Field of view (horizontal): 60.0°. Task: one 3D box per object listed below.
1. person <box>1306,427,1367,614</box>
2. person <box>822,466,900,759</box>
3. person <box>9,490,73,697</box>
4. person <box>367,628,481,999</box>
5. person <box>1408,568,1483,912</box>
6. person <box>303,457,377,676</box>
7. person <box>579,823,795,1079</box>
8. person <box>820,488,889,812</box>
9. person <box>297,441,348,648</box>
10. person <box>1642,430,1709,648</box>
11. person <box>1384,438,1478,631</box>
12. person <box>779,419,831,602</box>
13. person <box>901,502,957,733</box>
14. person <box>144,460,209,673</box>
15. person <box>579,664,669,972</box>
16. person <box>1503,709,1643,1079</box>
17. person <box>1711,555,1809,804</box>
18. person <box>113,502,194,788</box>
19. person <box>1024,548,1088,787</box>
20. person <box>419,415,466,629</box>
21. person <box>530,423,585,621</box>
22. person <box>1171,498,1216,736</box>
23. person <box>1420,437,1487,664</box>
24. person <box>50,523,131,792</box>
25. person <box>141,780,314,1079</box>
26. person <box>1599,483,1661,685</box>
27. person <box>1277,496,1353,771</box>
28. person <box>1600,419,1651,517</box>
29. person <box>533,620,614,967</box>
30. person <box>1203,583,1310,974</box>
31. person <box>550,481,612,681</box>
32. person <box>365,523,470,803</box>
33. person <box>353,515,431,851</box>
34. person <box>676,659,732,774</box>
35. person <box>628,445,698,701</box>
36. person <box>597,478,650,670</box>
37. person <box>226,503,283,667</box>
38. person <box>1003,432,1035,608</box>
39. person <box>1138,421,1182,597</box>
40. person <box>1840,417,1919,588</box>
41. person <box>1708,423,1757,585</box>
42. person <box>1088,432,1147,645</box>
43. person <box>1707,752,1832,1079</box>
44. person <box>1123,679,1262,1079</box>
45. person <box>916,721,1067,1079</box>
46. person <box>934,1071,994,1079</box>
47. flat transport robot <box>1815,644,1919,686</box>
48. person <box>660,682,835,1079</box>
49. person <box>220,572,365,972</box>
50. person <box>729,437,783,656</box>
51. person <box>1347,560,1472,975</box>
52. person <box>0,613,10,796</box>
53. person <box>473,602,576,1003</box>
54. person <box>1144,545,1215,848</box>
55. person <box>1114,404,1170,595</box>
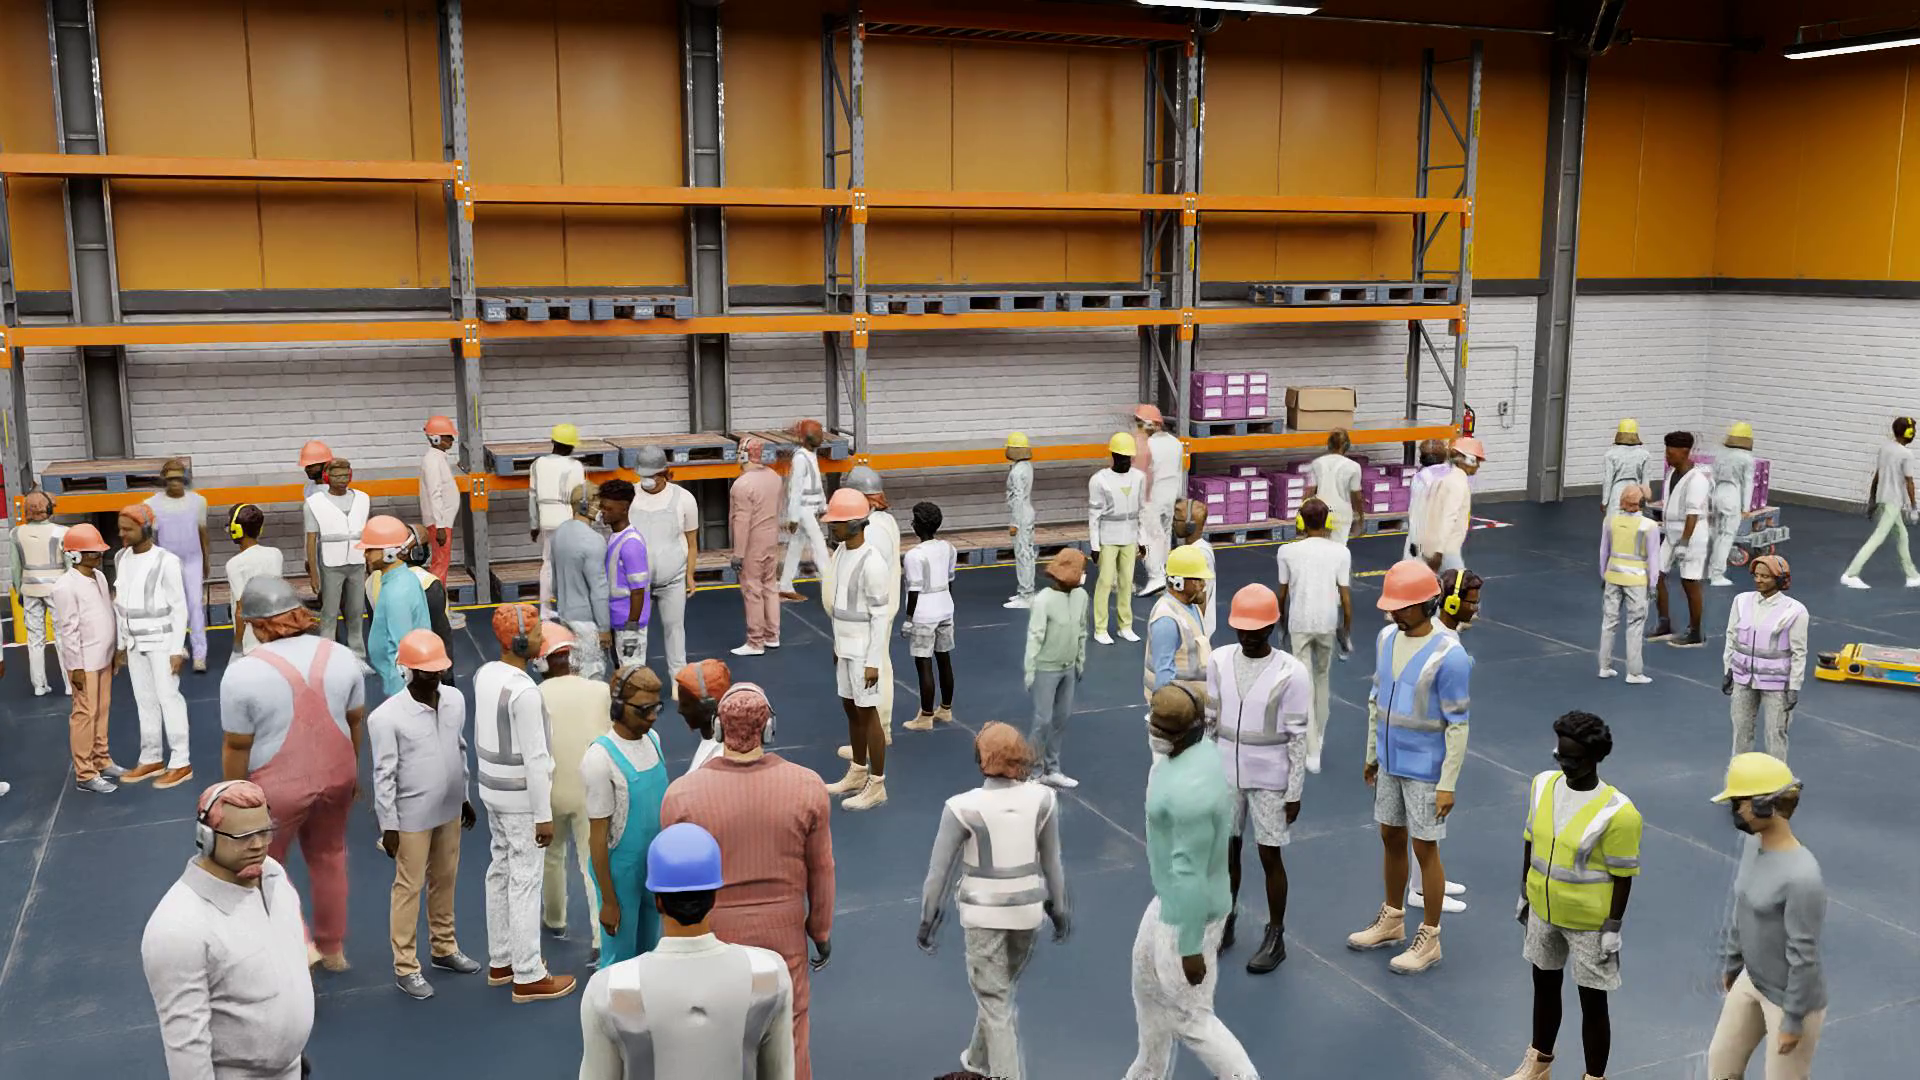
[{"bbox_3d":[3.695,-0.191,16.139,0.515,1.815,0.798,8,13,39],"label":"person"},{"bbox_3d":[-0.692,0.492,11.578,0.538,2.000,0.690,2,10,11],"label":"person"},{"bbox_3d":[-7.183,0.429,13.091,0.515,1.641,0.314,0,10,0],"label":"person"},{"bbox_3d":[-2.517,1.273,7.903,0.340,1.749,0.572,5,11,27],"label":"person"},{"bbox_3d":[2.578,1.060,8.855,0.350,1.856,0.523,1,10,8],"label":"person"},{"bbox_3d":[-5.074,0.233,13.634,0.375,1.841,0.575,8,13,38],"label":"person"},{"bbox_3d":[-0.758,1.747,4.676,0.619,1.932,0.420,-4,11,-23],"label":"person"},{"bbox_3d":[-0.673,0.684,10.467,0.384,2.040,0.615,-5,11,-25],"label":"person"},{"bbox_3d":[-5.363,0.122,14.036,0.542,1.929,0.382,7,12,34],"label":"person"},{"bbox_3d":[6.328,-0.002,14.706,0.641,1.939,0.642,-1,10,-6],"label":"person"},{"bbox_3d":[4.411,-0.055,15.442,0.641,1.797,0.909,-5,11,-27],"label":"person"},{"bbox_3d":[-1.411,-0.273,16.543,0.922,1.841,0.585,0,10,1],"label":"person"},{"bbox_3d":[-0.232,0.561,12.166,0.321,1.697,0.530,7,12,36],"label":"person"},{"bbox_3d":[-6.568,0.201,14.010,0.496,1.792,0.997,-6,11,-29],"label":"person"},{"bbox_3d":[-1.347,1.409,6.877,0.345,1.839,0.504,3,10,17],"label":"person"},{"bbox_3d":[2.470,1.507,6.723,0.319,1.696,0.532,-6,11,-31],"label":"person"},{"bbox_3d":[5.010,0.898,10.392,0.307,1.640,0.520,-6,12,-33],"label":"person"},{"bbox_3d":[-5.317,0.688,10.919,0.584,1.876,0.337,5,11,25],"label":"person"},{"bbox_3d":[0.626,0.846,10.742,0.340,1.618,0.555,9,14,43],"label":"person"},{"bbox_3d":[-4.832,-0.173,15.538,0.389,1.992,0.625,-2,10,-14],"label":"person"},{"bbox_3d":[-3.790,-0.156,15.719,0.654,1.903,0.430,5,11,26],"label":"person"},{"bbox_3d":[1.578,0.630,11.346,0.328,1.844,0.514,1,10,7],"label":"person"},{"bbox_3d":[4.134,0.097,14.177,0.705,1.928,0.644,0,10,0],"label":"person"},{"bbox_3d":[-5.668,0.758,10.869,0.324,1.752,0.560,-1,10,-5],"label":"person"},{"bbox_3d":[-2.206,1.671,5.180,0.402,1.907,0.639,1,10,6],"label":"person"},{"bbox_3d":[5.437,0.355,13.525,0.310,1.638,0.522,-7,12,-36],"label":"person"},{"bbox_3d":[2.412,0.614,11.472,0.501,1.830,0.837,0,10,0],"label":"person"},{"bbox_3d":[7.068,-0.422,17.707,0.493,1.740,0.325,0,10,3],"label":"person"},{"bbox_3d":[-1.935,1.244,8.217,0.568,1.711,0.877,-5,11,-29],"label":"person"},{"bbox_3d":[1.415,1.152,8.112,0.548,1.929,0.389,8,13,39],"label":"person"},{"bbox_3d":[-2.594,0.557,11.504,0.351,1.935,0.635,-8,13,-39],"label":"person"},{"bbox_3d":[-3.371,0.806,10.347,0.625,1.844,0.429,5,11,28],"label":"person"},{"bbox_3d":[-3.304,0.833,9.784,0.404,1.988,0.609,-3,10,-15],"label":"person"},{"bbox_3d":[-0.988,1.397,6.805,0.354,1.887,0.573,-1,10,-6],"label":"person"},{"bbox_3d":[-2.381,0.256,12.940,0.673,2.000,0.535,-1,10,-3],"label":"person"},{"bbox_3d":[-2.328,0.543,11.496,0.361,1.965,0.613,-4,11,-23],"label":"person"},{"bbox_3d":[-4.642,0.682,10.984,0.317,1.867,0.523,3,10,14],"label":"person"},{"bbox_3d":[0.577,-0.200,16.420,0.311,1.744,0.486,3,10,16],"label":"person"},{"bbox_3d":[2.091,-0.386,17.080,0.844,1.902,0.594,-7,12,-36],"label":"person"},{"bbox_3d":[9.703,-0.377,17.302,1.033,1.811,0.548,0,10,-3],"label":"person"},{"bbox_3d":[8.109,-0.375,17.527,0.504,1.710,0.503,-5,11,-27],"label":"person"},{"bbox_3d":[1.417,-0.012,14.856,0.582,1.917,0.415,-5,11,-29],"label":"person"},{"bbox_3d":[2.849,1.620,5.975,0.523,1.732,0.558,0,10,2],"label":"person"},{"bbox_3d":[0.919,1.451,6.482,0.786,1.907,0.682,2,10,10],"label":"person"},{"bbox_3d":[0.115,1.534,6.802,0.604,1.596,0.728,-5,11,-26],"label":"person"},{"bbox_3d":[0.067,1.983,3.372,0.394,1.910,0.596,1,10,4],"label":"person"},{"bbox_3d":[7.764,1.046,13.482,1.431,0.197,0.652,6,11,31],"label":"flat transport robot"},{"bbox_3d":[-0.800,1.476,6.295,0.651,1.906,0.403,-2,10,-14],"label":"person"},{"bbox_3d":[-3.163,1.129,7.908,0.600,2.000,0.698,8,13,40],"label":"person"},{"bbox_3d":[-1.807,0.054,14.493,0.403,1.906,0.652,5,11,24],"label":"person"},{"bbox_3d":[2.178,1.095,8.121,0.385,2.034,0.616,-5,11,-25],"label":"person"},{"bbox_3d":[-6.384,0.738,10.514,0.595,1.917,0.373,-4,11,-21],"label":"person"},{"bbox_3d":[-2.078,1.221,7.828,0.337,1.882,0.584,-8,13,-38],"label":"person"},{"bbox_3d":[1.283,0.926,9.724,0.405,1.826,0.597,4,10,20],"label":"person"},{"bbox_3d":[1.951,-0.410,17.032,0.800,1.954,0.607,-1,10,-8],"label":"person"}]
